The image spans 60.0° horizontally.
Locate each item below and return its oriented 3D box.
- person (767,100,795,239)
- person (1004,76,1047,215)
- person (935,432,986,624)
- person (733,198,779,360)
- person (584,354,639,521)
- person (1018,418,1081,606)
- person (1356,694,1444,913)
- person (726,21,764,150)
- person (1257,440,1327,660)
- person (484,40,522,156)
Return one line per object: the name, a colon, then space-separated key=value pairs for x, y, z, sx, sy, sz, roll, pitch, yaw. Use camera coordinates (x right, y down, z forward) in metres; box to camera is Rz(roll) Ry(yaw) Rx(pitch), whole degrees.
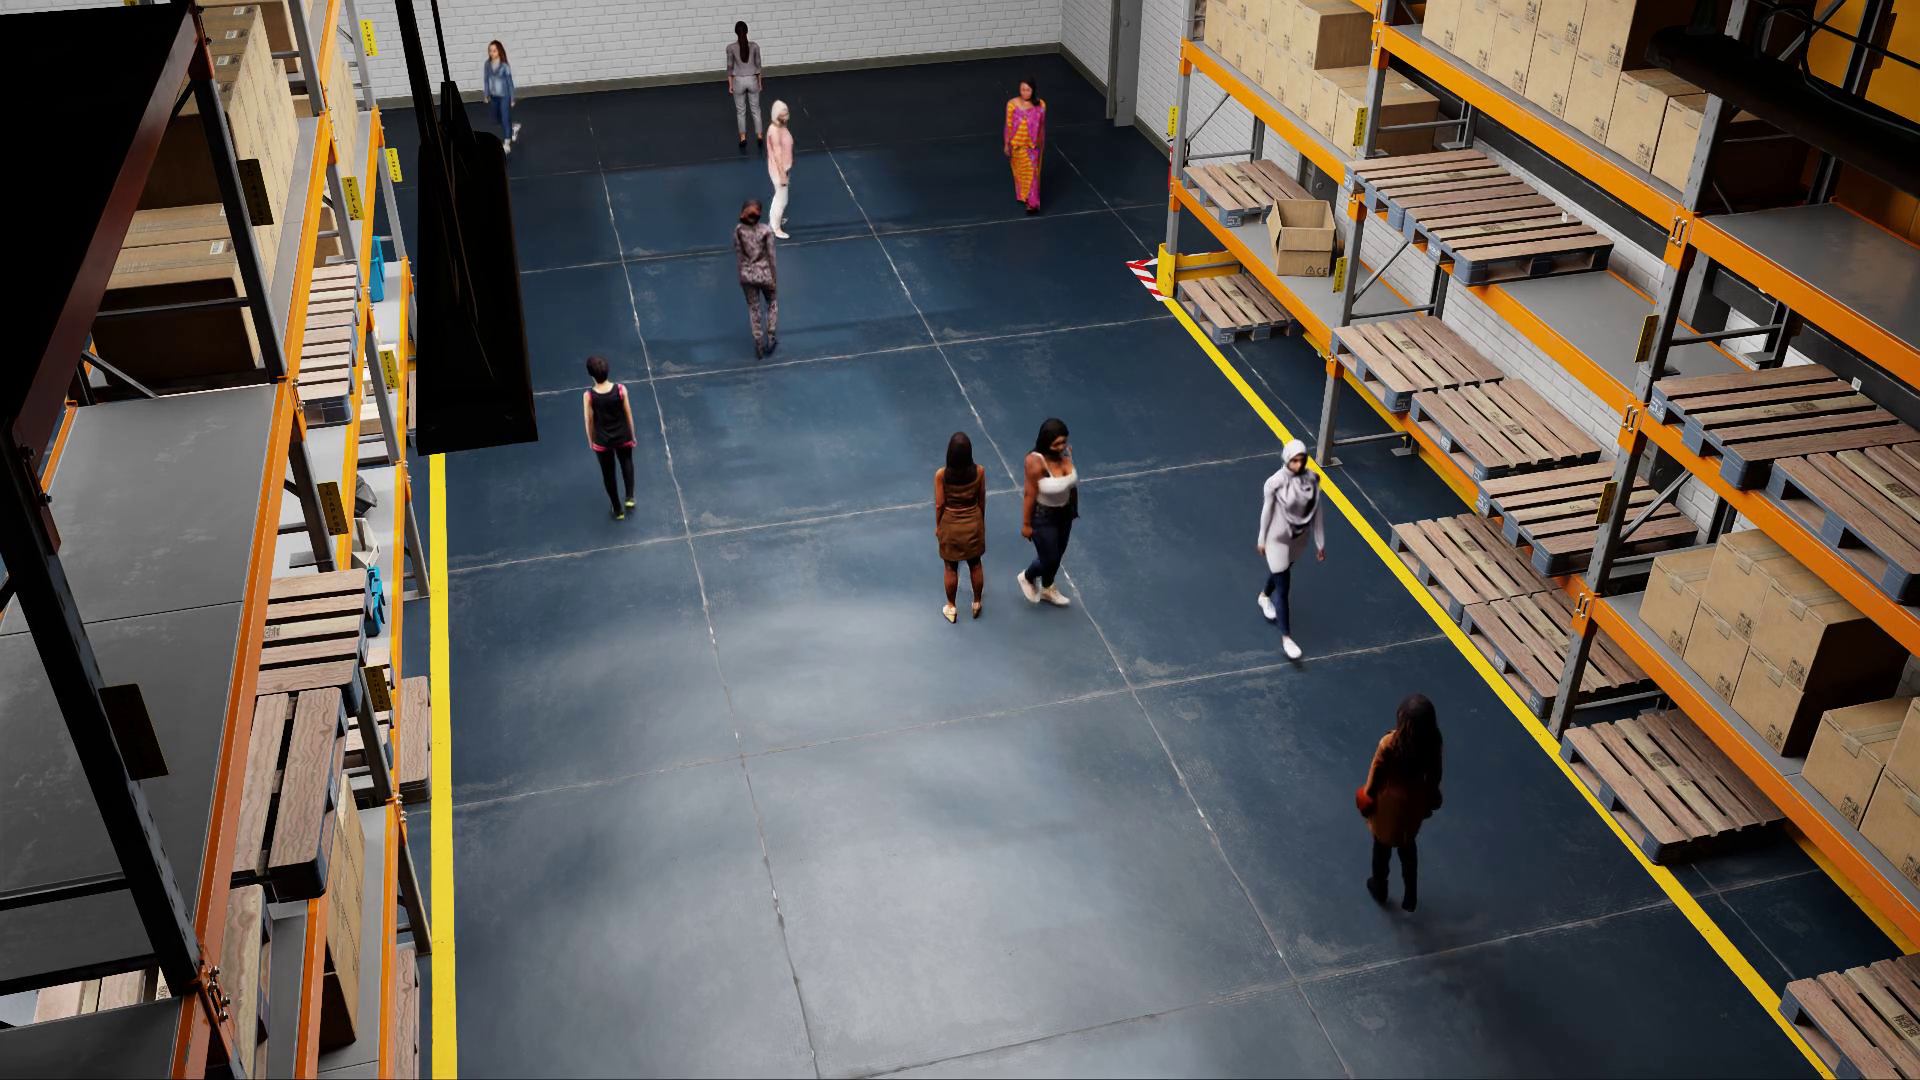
person: x=-2.147 y=-4.353 z=19.472 sx=0.890 sy=1.685 sz=0.681 roll=-6 pitch=34 yaw=-9
person: x=0.808 y=-4.865 z=20.282 sx=0.912 sy=1.641 sz=1.221 roll=2 pitch=34 yaw=3
person: x=0.006 y=-0.097 z=13.065 sx=0.551 sy=1.689 sz=0.502 roll=-7 pitch=34 yaw=-11
person: x=-2.076 y=-2.620 z=16.848 sx=0.644 sy=1.703 sz=0.696 roll=0 pitch=34 yaw=0
person: x=-2.991 y=-0.851 z=14.334 sx=0.573 sy=1.540 sz=0.564 roll=-11 pitch=35 yaw=-16
person: x=0.629 y=-0.217 z=13.155 sx=0.904 sy=1.790 sz=0.875 roll=25 pitch=41 yaw=33
person: x=2.751 y=1.707 z=10.332 sx=0.727 sy=1.709 sz=0.794 roll=-5 pitch=34 yaw=-7
person: x=-2.834 y=-6.007 z=21.967 sx=0.607 sy=1.677 sz=0.565 roll=-7 pitch=34 yaw=-11
person: x=2.517 y=-0.028 z=12.924 sx=0.635 sy=1.730 sz=1.119 roll=-9 pitch=35 yaw=-14
person: x=-6.028 y=-5.860 z=21.936 sx=0.835 sy=1.466 sz=0.932 roll=12 pitch=35 yaw=18
